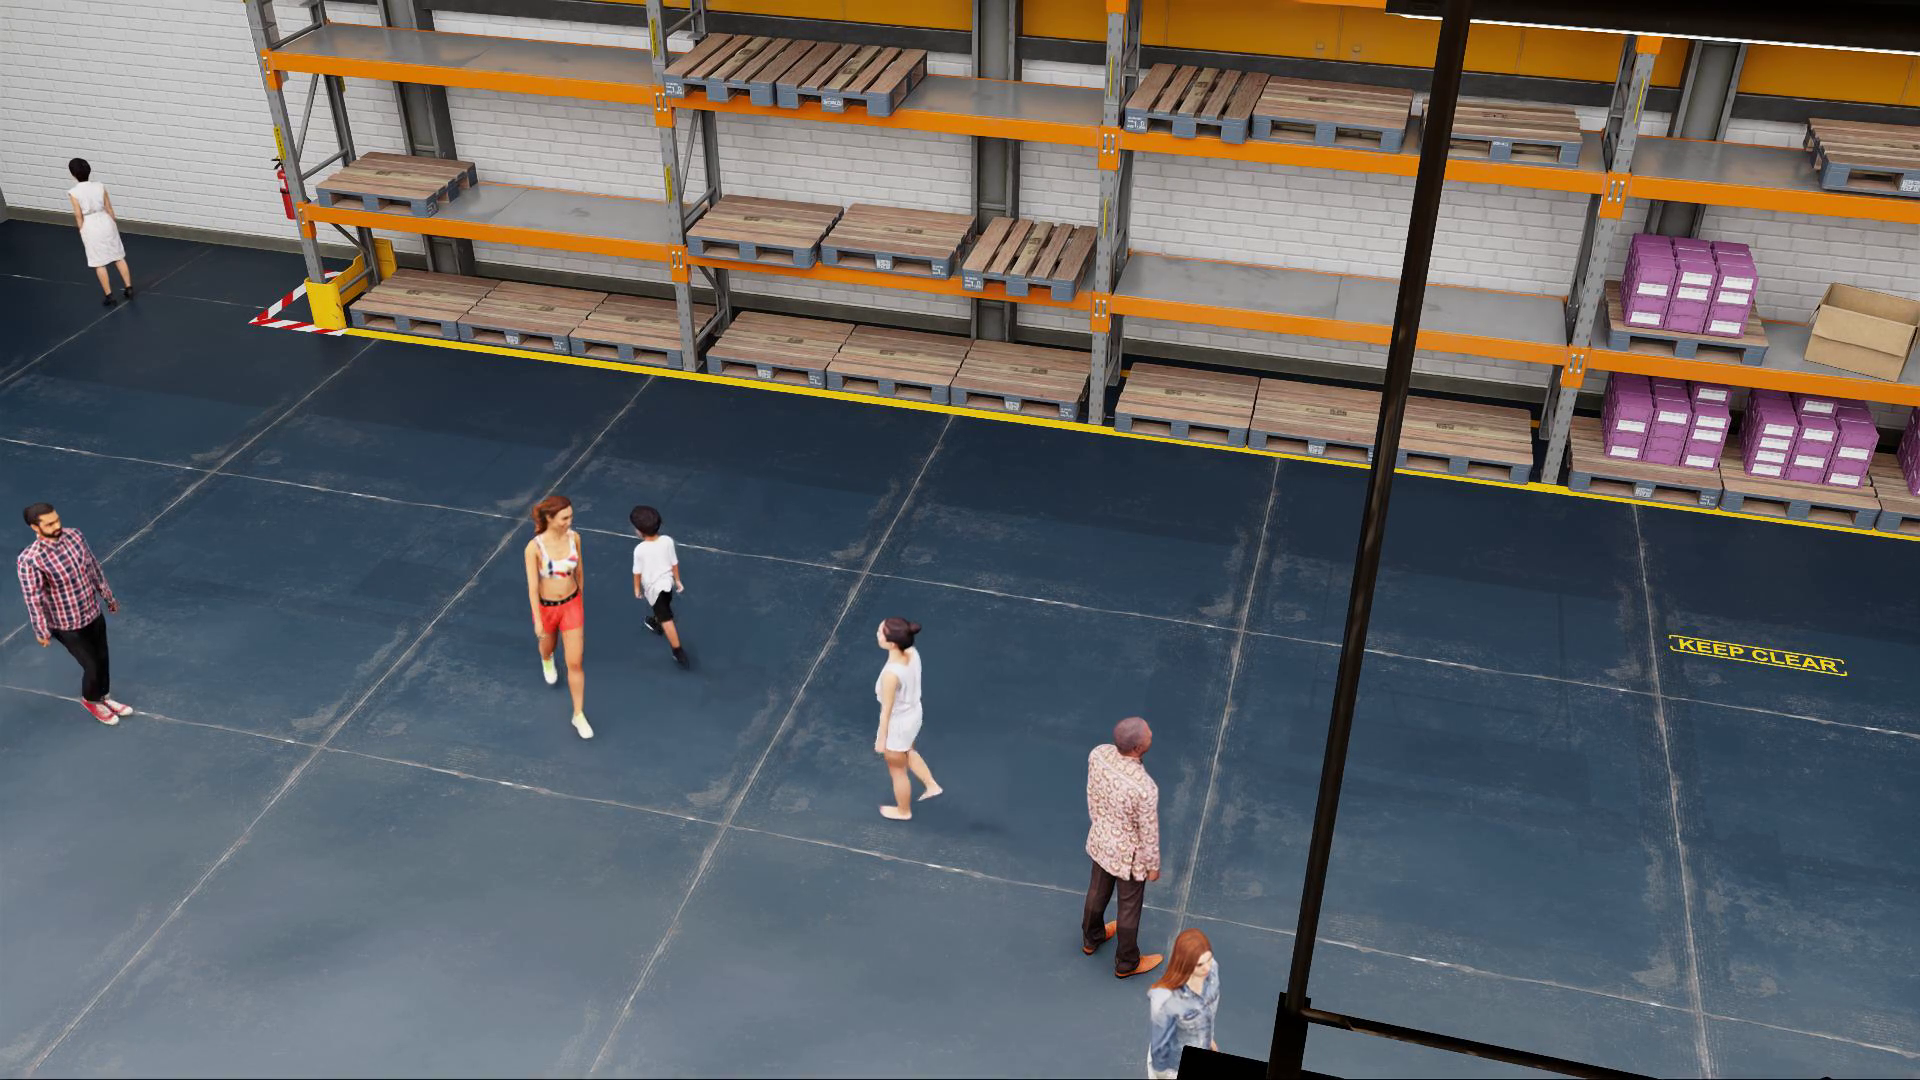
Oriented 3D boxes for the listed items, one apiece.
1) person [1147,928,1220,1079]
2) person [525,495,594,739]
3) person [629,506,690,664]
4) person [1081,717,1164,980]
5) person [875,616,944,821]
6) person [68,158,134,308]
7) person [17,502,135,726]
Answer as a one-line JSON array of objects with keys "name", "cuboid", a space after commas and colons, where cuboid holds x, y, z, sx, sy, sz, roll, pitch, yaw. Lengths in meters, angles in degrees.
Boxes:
[{"name": "person", "cuboid": [1.077, 2.556, 8.289, 0.688, 1.703, 0.690, -28, 42, -35]}, {"name": "person", "cuboid": [-2.796, 0.445, 11.427, 1.122, 1.745, 1.166, -15, 36, -21]}, {"name": "person", "cuboid": [-2.159, 0.342, 12.048, 0.829, 1.230, 0.955, -22, 39, -29]}, {"name": "person", "cuboid": [0.915, 1.729, 9.438, 0.841, 1.808, 0.743, -24, 40, -31]}, {"name": "person", "cuboid": [-0.303, 1.156, 10.488, 0.617, 1.599, 0.551, 9, 35, 13]}, {"name": "person", "cuboid": [-8.810, -3.157, 17.020, 0.629, 1.553, 0.633, 22, 40, 30]}, {"name": "person", "cuboid": [-6.099, 0.493, 11.349, 0.600, 1.752, 0.710, 10, 35, 14]}]
